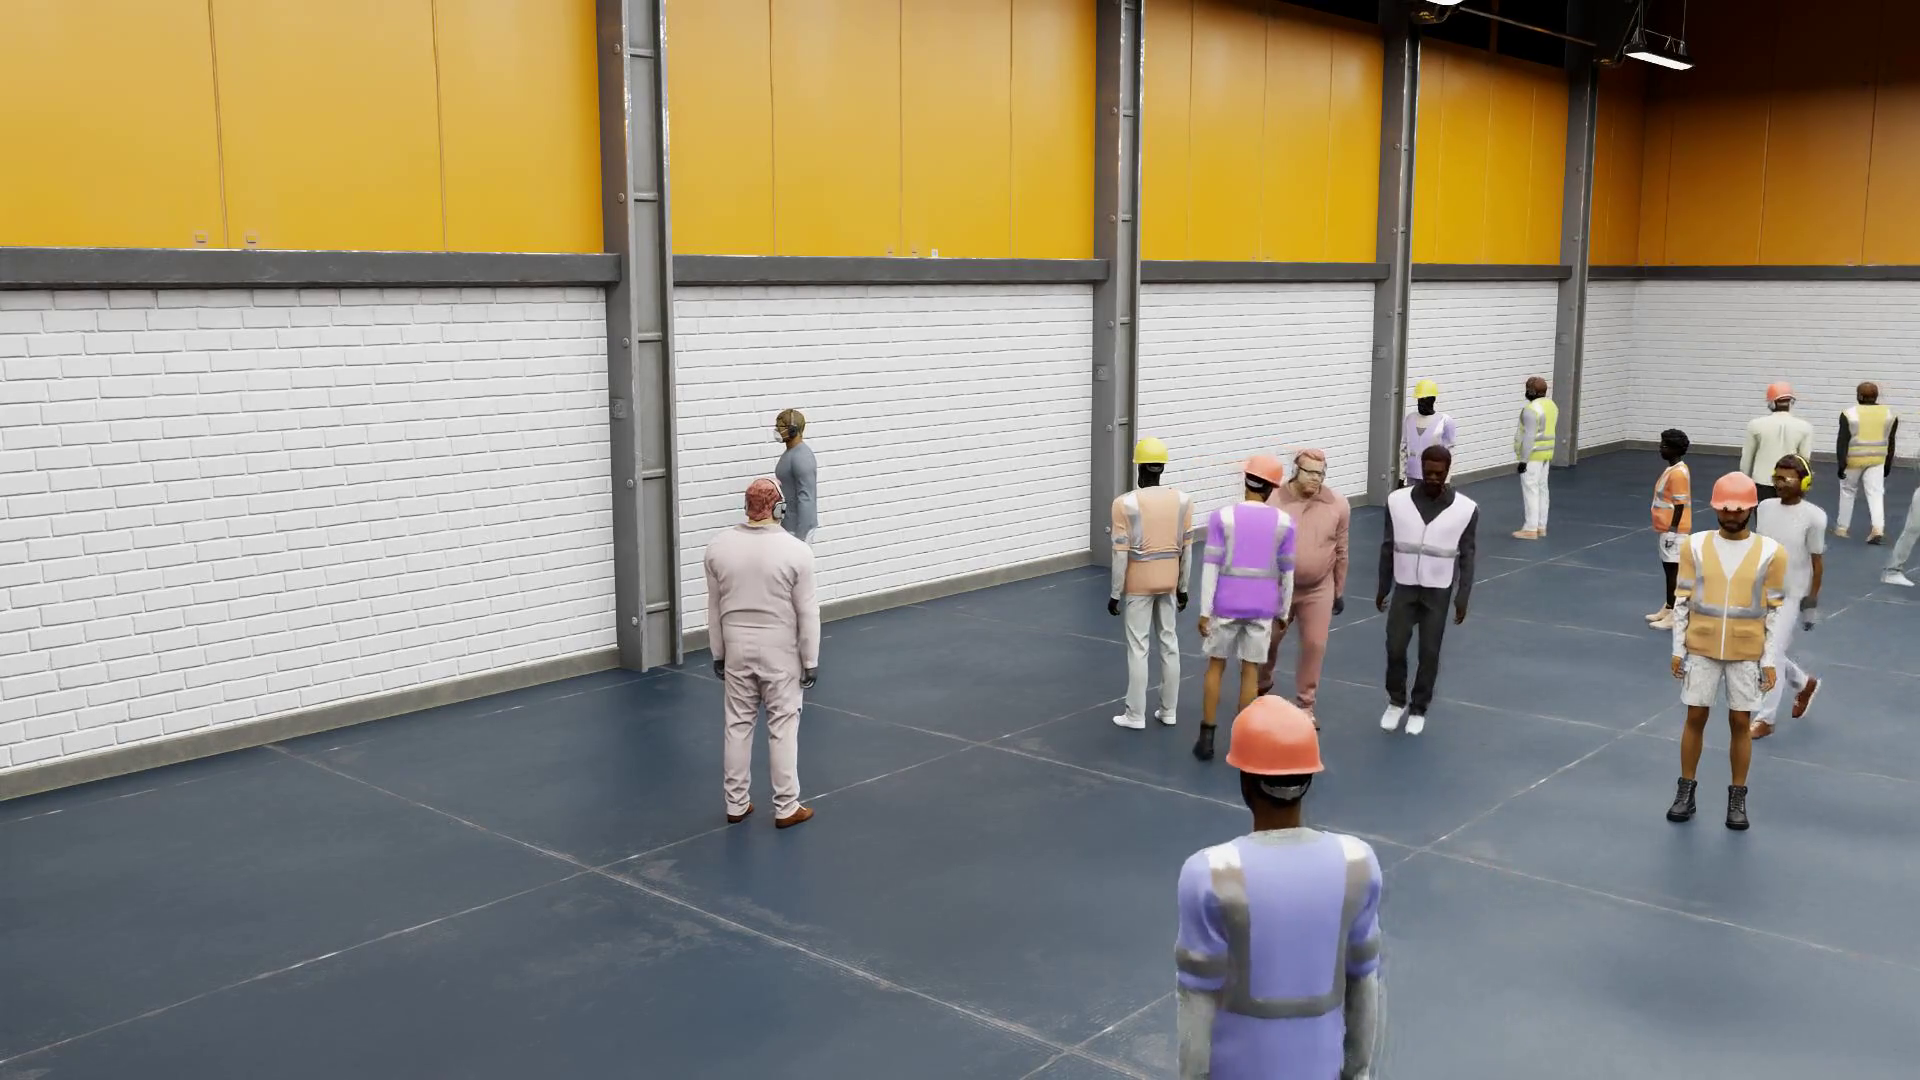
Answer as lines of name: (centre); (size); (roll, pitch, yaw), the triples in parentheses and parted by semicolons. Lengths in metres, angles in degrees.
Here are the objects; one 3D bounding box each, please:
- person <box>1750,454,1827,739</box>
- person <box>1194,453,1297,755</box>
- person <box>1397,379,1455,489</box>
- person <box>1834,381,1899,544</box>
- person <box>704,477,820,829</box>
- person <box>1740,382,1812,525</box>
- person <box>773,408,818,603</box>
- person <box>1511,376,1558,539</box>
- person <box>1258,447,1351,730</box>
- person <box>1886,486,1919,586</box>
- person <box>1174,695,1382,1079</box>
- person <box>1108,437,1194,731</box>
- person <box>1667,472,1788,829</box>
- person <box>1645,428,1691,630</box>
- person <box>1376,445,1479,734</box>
person: (5.334, 0.353, 10.738); (0.718, 1.850, 0.528); (-4, 10, -21)
person: (1.767, 0.413, 10.238); (0.594, 1.888, 0.529); (0, 9, 1)
person: (4.718, -0.667, 16.904); (0.594, 1.926, 0.366); (9, 13, 44)
person: (10.118, -0.869, 18.579); (0.629, 1.806, 0.953); (2, 9, 10)
person: (-1.047, 0.608, 8.998); (0.647, 1.902, 0.399); (3, 9, 17)
person: (8.037, -0.591, 16.416); (0.612, 1.946, 1.043); (2, 9, 12)
person: (-1.308, -0.076, 13.150); (0.360, 1.938, 0.635); (-3, 9, -15)
person: (6.493, -0.932, 18.835); (0.429, 1.841, 0.633); (9, 13, 44)
person: (2.242, 0.289, 11.095); (0.670, 1.878, 0.690); (1, 9, 6)
person: (9.283, -0.363, 15.751); (0.494, 1.685, 0.879); (-6, 11, -33)
person: (0.820, 1.355, 4.250); (0.555, 1.916, 0.777); (-2, 9, -11)
person: (1.238, 0.289, 10.898); (0.592, 1.926, 0.366); (-4, 10, -23)
person: (4.120, 0.594, 8.971); (0.548, 1.934, 0.376); (5, 10, 29)
person: (5.982, -0.092, 14.007); (0.316, 1.698, 0.542); (3, 10, 18)
person: (2.995, 0.330, 10.726); (0.619, 1.895, 0.489); (4, 10, 21)
